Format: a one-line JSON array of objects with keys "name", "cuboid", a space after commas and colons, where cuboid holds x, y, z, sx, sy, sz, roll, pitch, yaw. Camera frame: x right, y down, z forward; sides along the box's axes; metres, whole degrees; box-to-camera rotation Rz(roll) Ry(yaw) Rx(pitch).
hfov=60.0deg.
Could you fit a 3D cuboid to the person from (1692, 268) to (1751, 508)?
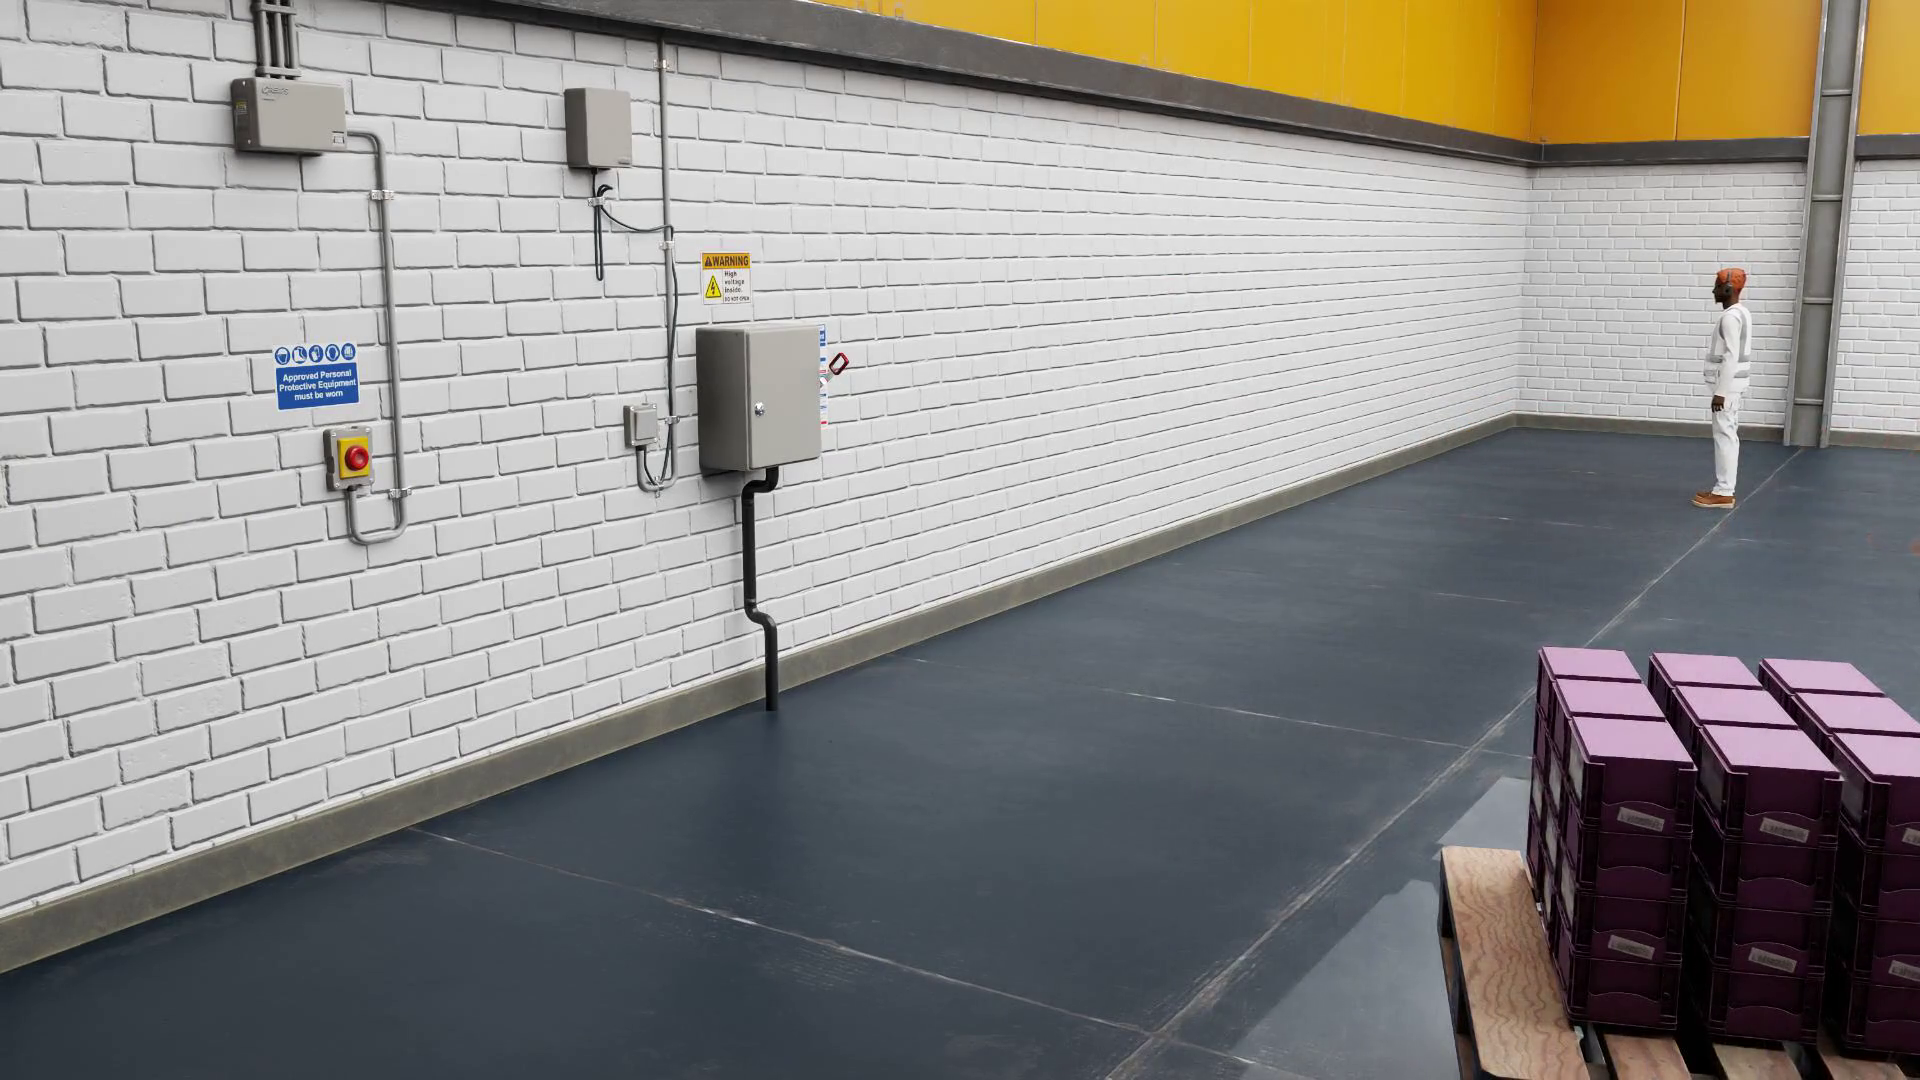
[{"name": "person", "cuboid": [6.032, -1.194, 13.116, 0.340, 1.882, 0.585, 6, 12, 30]}]
